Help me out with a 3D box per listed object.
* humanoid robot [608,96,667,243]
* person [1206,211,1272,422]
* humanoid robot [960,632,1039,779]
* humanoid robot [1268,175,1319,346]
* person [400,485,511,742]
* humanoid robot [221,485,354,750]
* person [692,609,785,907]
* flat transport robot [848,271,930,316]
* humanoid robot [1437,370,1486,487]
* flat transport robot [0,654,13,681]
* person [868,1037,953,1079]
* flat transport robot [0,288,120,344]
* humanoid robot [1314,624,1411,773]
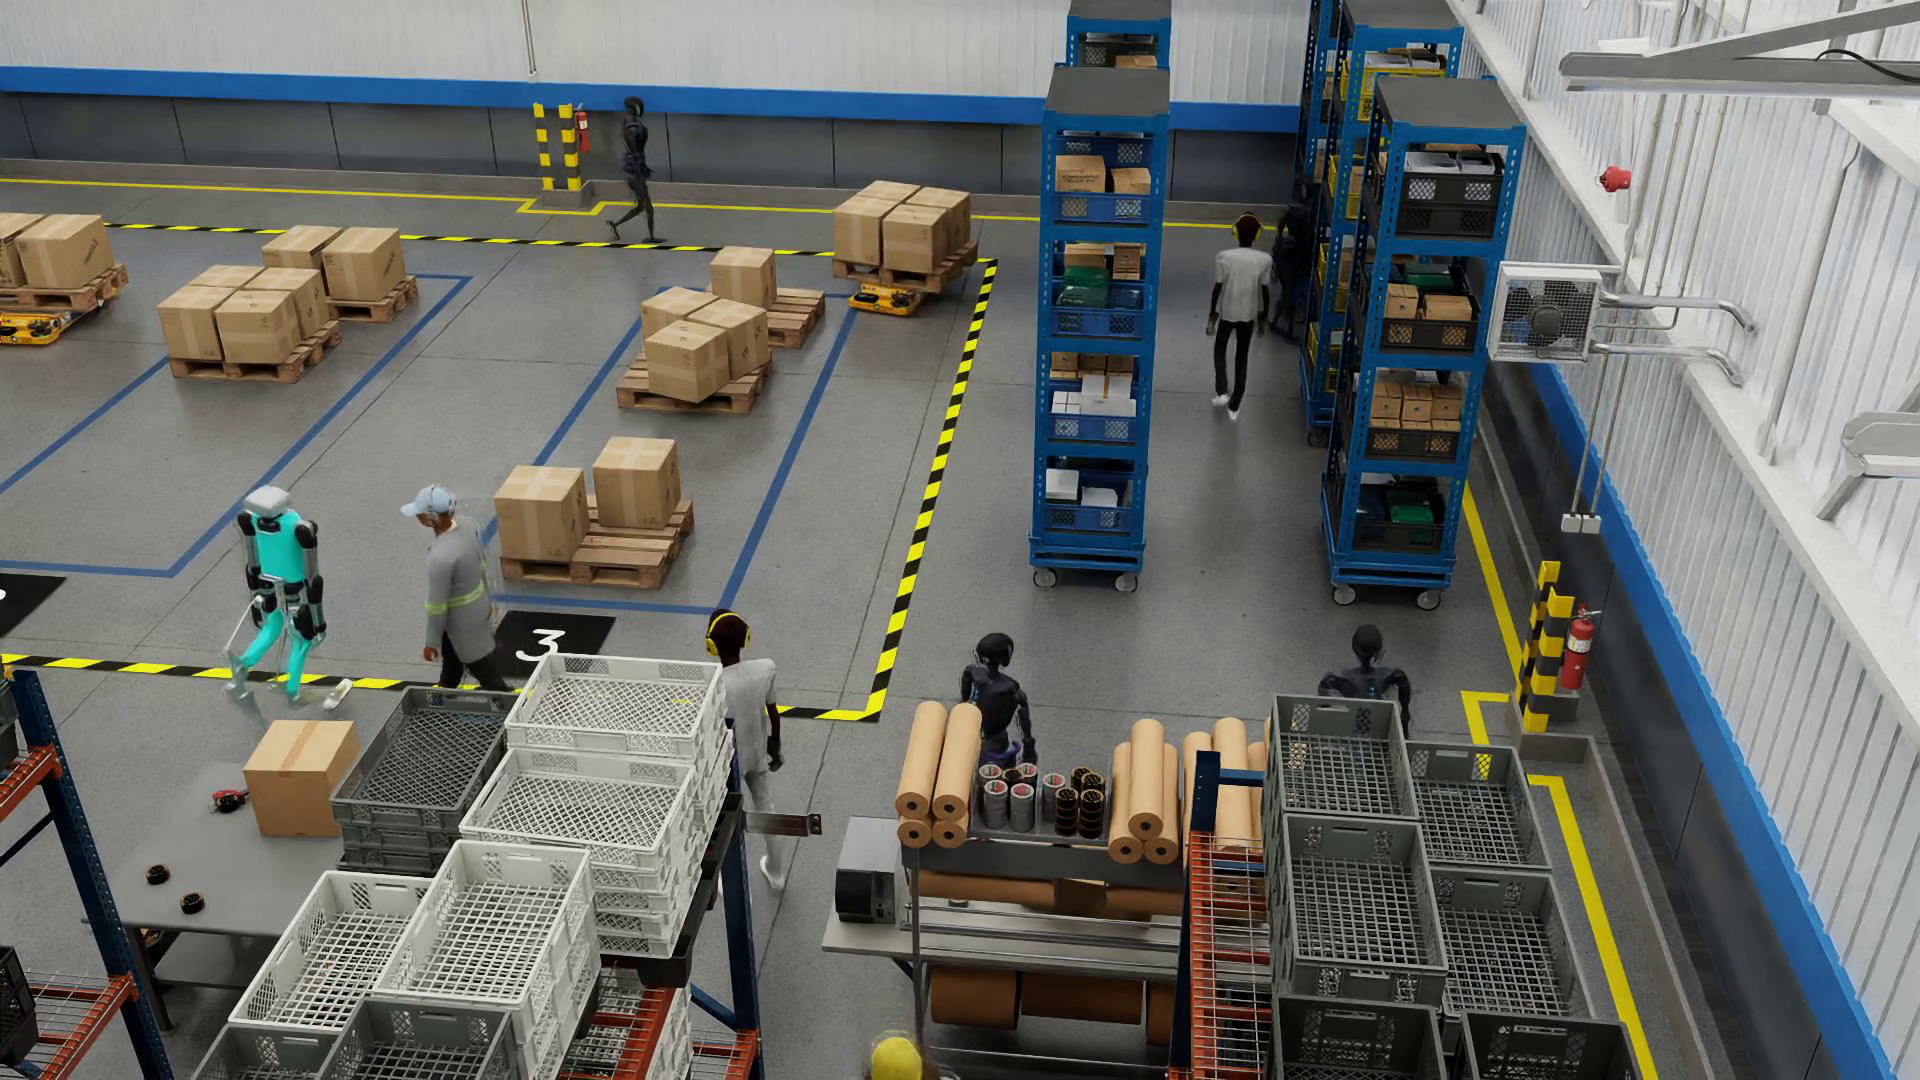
[{"bbox_3d":[-3.608,-4.056,18.253,0.597,1.631,0.616,-2,30,-3],"label":"humanoid robot"},{"bbox_3d":[2.412,-1.947,14.435,0.558,1.856,0.521,2,30,3],"label":"person"},{"bbox_3d":[0.225,1.217,9.225,0.767,1.625,0.589,-26,39,-37],"label":"humanoid robot"},{"bbox_3d":[3.225,-2.690,15.910,0.585,1.634,0.632,-22,37,-33],"label":"humanoid robot"},{"bbox_3d":[-3.203,0.484,10.310,0.877,1.814,0.615,-1,30,-2],"label":"person"},{"bbox_3d":[-4.254,0.562,10.282,0.542,1.742,1.047,10,32,16],"label":"humanoid robot"},{"bbox_3d":[-1.198,1.195,9.034,0.530,1.864,0.309,-20,36,-30],"label":"person"},{"bbox_3d":[-0.565,-2.718,17.315,0.652,0.197,1.431,12,32,20],"label":"flat transport robot"},{"bbox_3d":[3.954,-1.195,13.296,0.798,1.791,0.565,-2,30,-3],"label":"humanoid robot"},{"bbox_3d":[-7.142,0.969,11.010,1.431,0.231,0.659,3,30,6],"label":"flat transport robot"},{"bbox_3d":[-0.212,2.587,6.796,0.491,1.701,0.829,-9,31,-14],"label":"person"},{"bbox_3d":[-9.098,-2.336,16.658,0.652,0.197,1.431,2,30,3],"label":"flat transport robot"},{"bbox_3d":[2.194,1.208,9.193,0.616,1.643,0.353,-4,30,-7],"label":"humanoid robot"}]
